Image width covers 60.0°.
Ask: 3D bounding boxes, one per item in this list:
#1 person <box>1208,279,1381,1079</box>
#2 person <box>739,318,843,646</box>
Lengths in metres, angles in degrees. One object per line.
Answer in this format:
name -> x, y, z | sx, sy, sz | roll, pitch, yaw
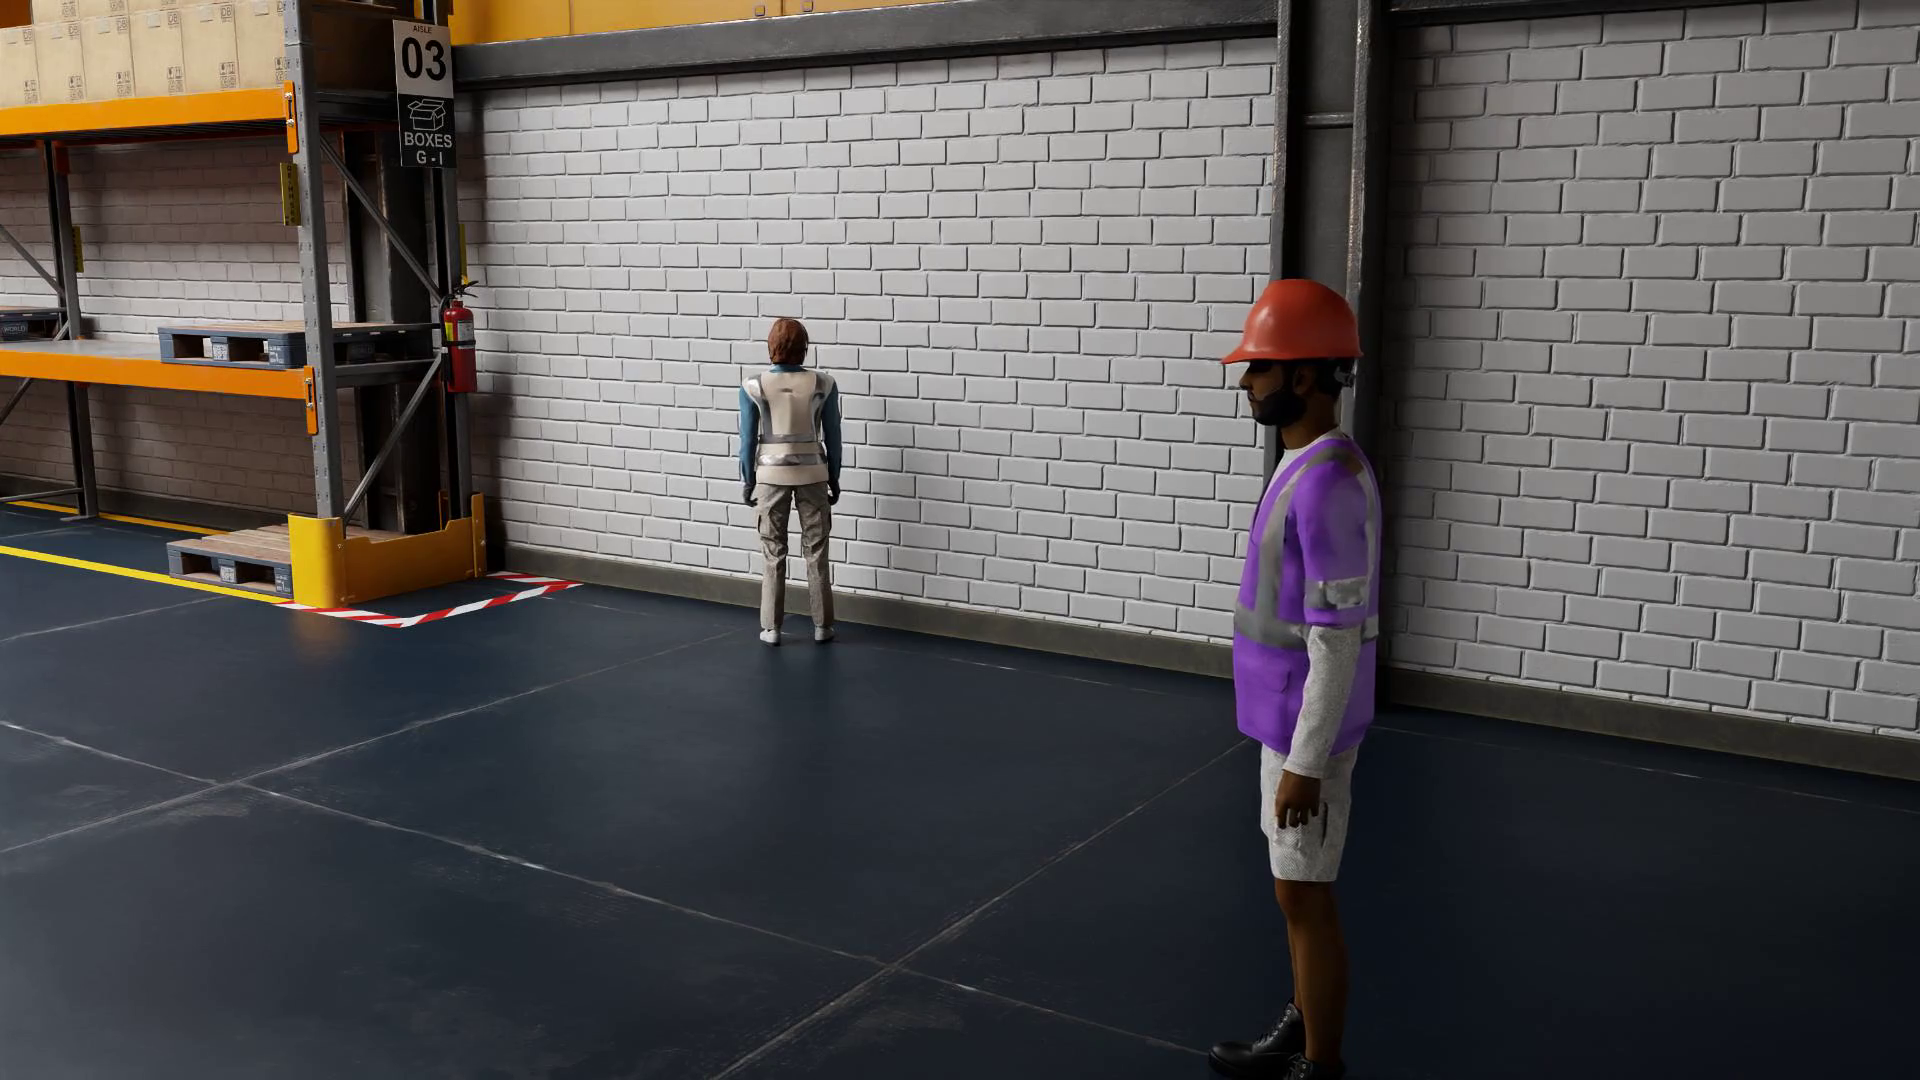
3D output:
person -> 0.740, 0.393, 3.735 | 0.360, 1.936, 0.552 | 1, 10, 7
person -> -0.838, -0.280, 8.295 | 0.511, 1.640, 0.308 | -2, 10, -9
